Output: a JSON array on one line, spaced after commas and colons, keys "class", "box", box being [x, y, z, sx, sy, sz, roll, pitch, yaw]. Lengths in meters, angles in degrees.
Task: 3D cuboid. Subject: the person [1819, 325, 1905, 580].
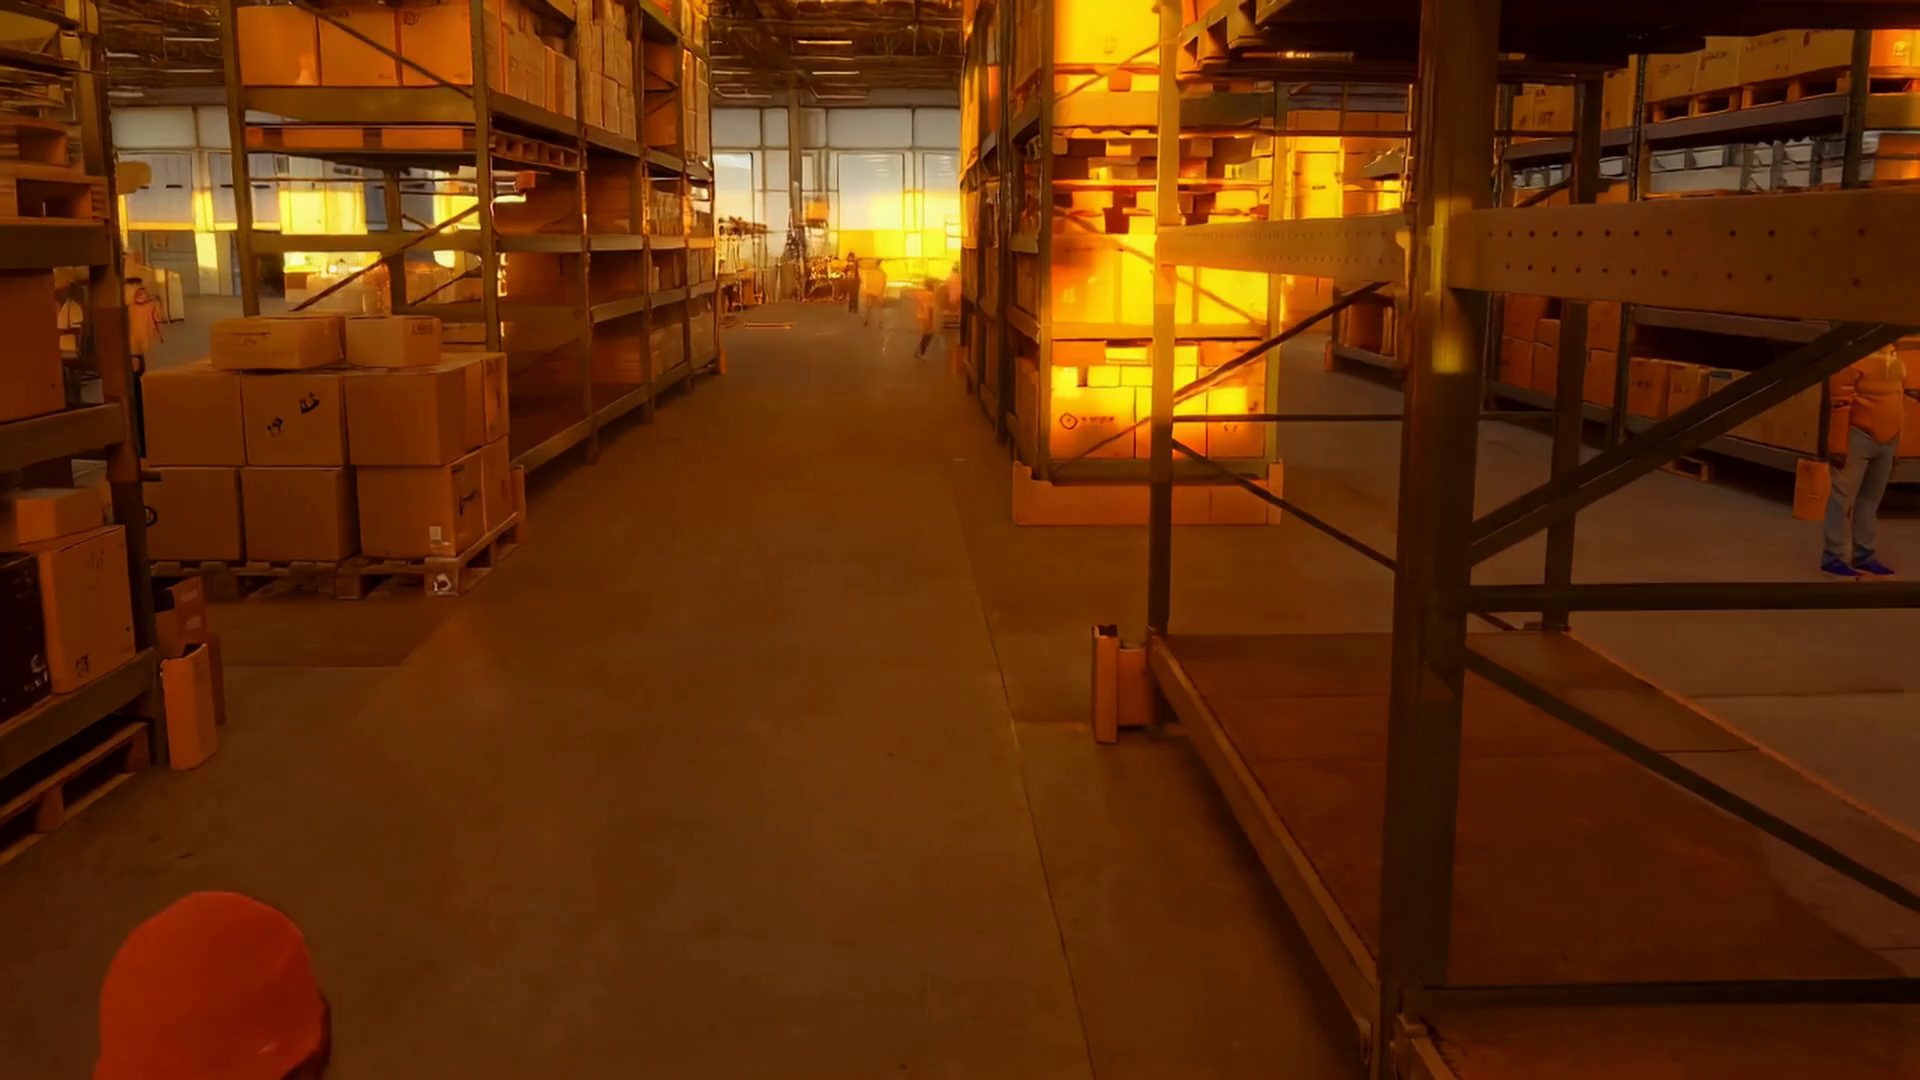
[{"class": "person", "box": [6.342, -0.673, 11.620, 0.642, 1.900, 0.400, -4, 11, -24]}]

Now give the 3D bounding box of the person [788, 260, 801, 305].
[{"class": "person", "box": [-6.102, -9.560, 61.693, 0.401, 1.681, 0.549, -3, 10, -14]}]

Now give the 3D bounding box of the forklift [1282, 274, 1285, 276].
[{"class": "forklift", "box": [12.224, -10.385, 62.972, 1.129, 2.768, 1.873, 0, 10, -2]}]

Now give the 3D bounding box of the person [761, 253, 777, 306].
[{"class": "person", "box": [-7.005, -9.582, 61.125, 0.372, 1.940, 0.631, 10, 14, 43]}]

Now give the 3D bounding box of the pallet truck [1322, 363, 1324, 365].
[{"class": "pallet truck", "box": [7.712, -4.157, 30.737, 1.885, 1.965, 0.823, 3, 11, 16]}]

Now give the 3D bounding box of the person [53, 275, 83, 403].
[{"class": "person", "box": [-11.773, -2.494, 21.719, 0.571, 1.904, 0.802, 1, 10, 4]}]

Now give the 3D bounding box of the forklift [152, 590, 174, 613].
[{"class": "forklift", "box": [-5.858, -0.811, 9.639, 1.873, 2.768, 1.129, -1, 10, -3]}]

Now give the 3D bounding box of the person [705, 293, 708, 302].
[{"class": "person", "box": [-9.130, -9.226, 59.201, 0.584, 1.918, 0.381, 3, 11, 14]}]

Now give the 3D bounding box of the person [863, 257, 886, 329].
[{"class": "person", "box": [-2.294, -6.623, 44.686, 0.638, 1.920, 0.723, 5, 11, 27]}]

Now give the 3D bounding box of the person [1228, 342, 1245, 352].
[{"class": "person", "box": [5.925, -4.974, 35.312, 0.474, 1.982, 0.611, -6, 12, -31]}]

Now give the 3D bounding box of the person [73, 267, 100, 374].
[{"class": "person", "box": [-15.528, -3.887, 29.519, 0.952, 1.893, 0.553, 5, 11, 25]}]

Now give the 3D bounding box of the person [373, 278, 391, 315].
[{"class": "person", "box": [-11.370, -4.382, 33.007, 0.373, 1.622, 0.550, 9, 13, 41]}]

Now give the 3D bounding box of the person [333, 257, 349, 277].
[{"class": "person", "box": [-20.969, -8.656, 56.308, 0.521, 1.821, 0.964, -9, 13, -40]}]

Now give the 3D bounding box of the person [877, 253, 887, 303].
[{"class": "person", "box": [-3.084, -9.953, 63.286, 0.714, 1.908, 0.610, -10, 14, -43]}]

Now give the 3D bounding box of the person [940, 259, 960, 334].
[{"class": "person", "box": [-0.114, -6.000, 41.254, 0.814, 1.913, 0.635, 4, 11, 19]}]

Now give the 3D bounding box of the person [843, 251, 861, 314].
[{"class": "person", "box": [-3.532, -8.353, 53.992, 0.538, 2.000, 0.690, 6, 12, 29]}]

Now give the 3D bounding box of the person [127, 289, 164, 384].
[{"class": "person", "box": [-13.375, -3.323, 27.263, 0.829, 1.584, 0.518, 8, 13, 37]}]

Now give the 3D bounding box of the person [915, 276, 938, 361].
[{"class": "person", "box": [-0.638, -4.331, 32.601, 0.391, 1.670, 0.552, -4, 11, -20]}]

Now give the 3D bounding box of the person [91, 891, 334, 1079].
[{"class": "person", "box": [-0.763, 1.174, 1.818, 0.530, 1.720, 0.918, -1, 10, -7]}]
